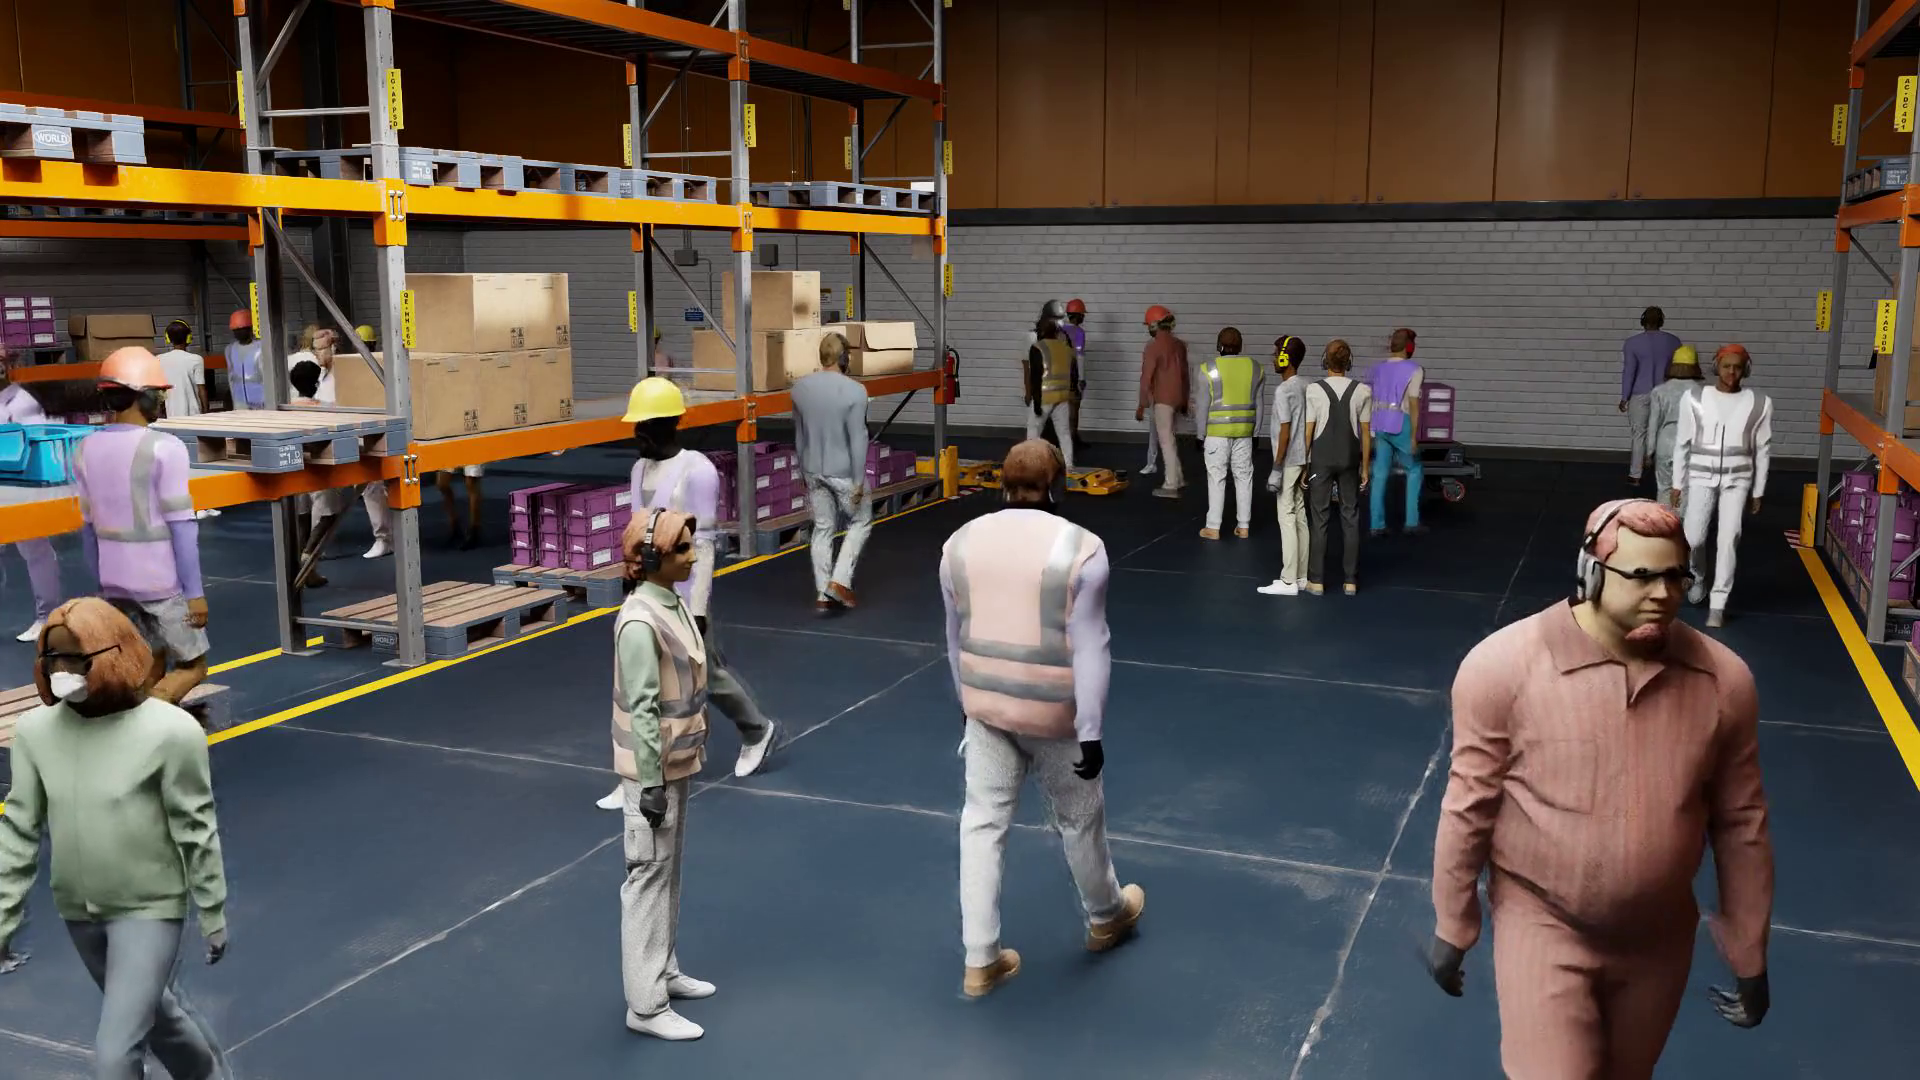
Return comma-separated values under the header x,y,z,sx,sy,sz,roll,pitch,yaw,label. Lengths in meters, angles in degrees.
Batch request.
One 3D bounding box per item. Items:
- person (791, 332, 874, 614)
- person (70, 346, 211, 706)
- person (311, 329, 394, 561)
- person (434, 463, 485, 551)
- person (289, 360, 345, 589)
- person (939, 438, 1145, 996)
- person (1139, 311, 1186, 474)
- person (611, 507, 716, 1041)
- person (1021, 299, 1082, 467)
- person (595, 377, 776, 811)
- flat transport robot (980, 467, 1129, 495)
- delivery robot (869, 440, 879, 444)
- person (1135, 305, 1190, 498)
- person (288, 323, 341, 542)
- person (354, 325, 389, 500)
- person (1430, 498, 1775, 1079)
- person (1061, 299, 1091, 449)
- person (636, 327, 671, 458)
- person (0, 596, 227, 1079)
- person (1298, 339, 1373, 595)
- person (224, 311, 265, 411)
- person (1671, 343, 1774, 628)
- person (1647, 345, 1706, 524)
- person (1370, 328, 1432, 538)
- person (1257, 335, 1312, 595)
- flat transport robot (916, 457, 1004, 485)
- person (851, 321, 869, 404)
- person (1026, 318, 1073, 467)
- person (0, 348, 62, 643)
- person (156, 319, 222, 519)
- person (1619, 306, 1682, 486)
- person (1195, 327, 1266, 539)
x,y,z,sx,sy,sz,roll,pitch,yaw,label
-0.852,-0.445,11.300,0.633,1.928,0.429,5,11,29,person
-3.571,0.180,7.204,0.626,2.023,0.585,4,10,23,person
-4.980,-0.740,13.261,0.676,1.854,0.944,7,12,38,person
-4.105,-0.840,13.702,0.557,1.912,0.535,2,9,9,person
-4.753,-0.455,12.044,0.553,1.682,0.492,1,9,8,person
0.283,0.559,5.593,0.646,1.796,0.911,6,11,30,person
2.305,-1.663,18.834,0.520,1.874,0.332,5,11,29,person
-0.925,0.709,5.161,0.308,1.639,0.524,0,9,0,person
1.055,-1.802,19.161,1.020,2.000,0.685,9,13,44,person
-1.222,0.211,7.422,0.587,1.897,0.898,8,12,40,person
0.997,-0.649,17.523,1.431,0.197,0.652,4,10,25,flat transport robot
-1.270,-1.000,18.512,0.707,0.478,0.477,3,10,17,delivery robot
2.082,-1.409,17.007,0.515,1.964,0.642,7,12,38,person
-5.469,-0.853,13.845,0.683,1.909,0.715,5,11,29,person
-5.990,-1.279,16.821,0.525,1.769,0.327,5,10,26,person
1.384,0.852,3.524,0.687,1.885,0.575,0,9,-3,person
1.477,-2.150,21.582,0.376,1.939,0.547,-5,11,-28,person
-3.292,-1.476,18.077,0.535,1.746,0.637,6,11,34,person
-2.078,0.915,4.071,0.520,1.584,0.873,2,10,12,person
2.693,-0.517,11.967,0.507,1.845,0.339,0,9,2,person
-7.704,-1.532,18.033,0.558,1.880,1.017,1,9,3,person
5.046,-0.377,11.041,0.591,1.869,0.624,4,10,24,person
5.916,-0.744,13.730,0.488,1.726,0.638,7,11,35,person
3.866,-0.927,14.511,0.750,1.816,0.600,-6,11,-33,person
2.358,-0.534,11.990,0.332,1.874,0.520,7,11,35,person
-0.246,-0.770,18.255,1.431,0.197,0.652,6,11,31,flat transport robot
-1.257,-1.715,19.559,0.566,1.728,0.570,4,10,24,person
0.947,-1.545,18.380,0.635,1.787,0.942,-7,12,-36,person
-5.998,-0.251,10.242,0.673,1.872,0.878,4,10,24,person
-7.252,-1.129,15.587,0.528,1.876,0.323,0,9,1,person
7.403,-1.540,17.879,0.627,1.940,0.371,0,9,-2,person
2.320,-0.921,14.426,0.626,1.844,0.429,-2,10,-14,person
